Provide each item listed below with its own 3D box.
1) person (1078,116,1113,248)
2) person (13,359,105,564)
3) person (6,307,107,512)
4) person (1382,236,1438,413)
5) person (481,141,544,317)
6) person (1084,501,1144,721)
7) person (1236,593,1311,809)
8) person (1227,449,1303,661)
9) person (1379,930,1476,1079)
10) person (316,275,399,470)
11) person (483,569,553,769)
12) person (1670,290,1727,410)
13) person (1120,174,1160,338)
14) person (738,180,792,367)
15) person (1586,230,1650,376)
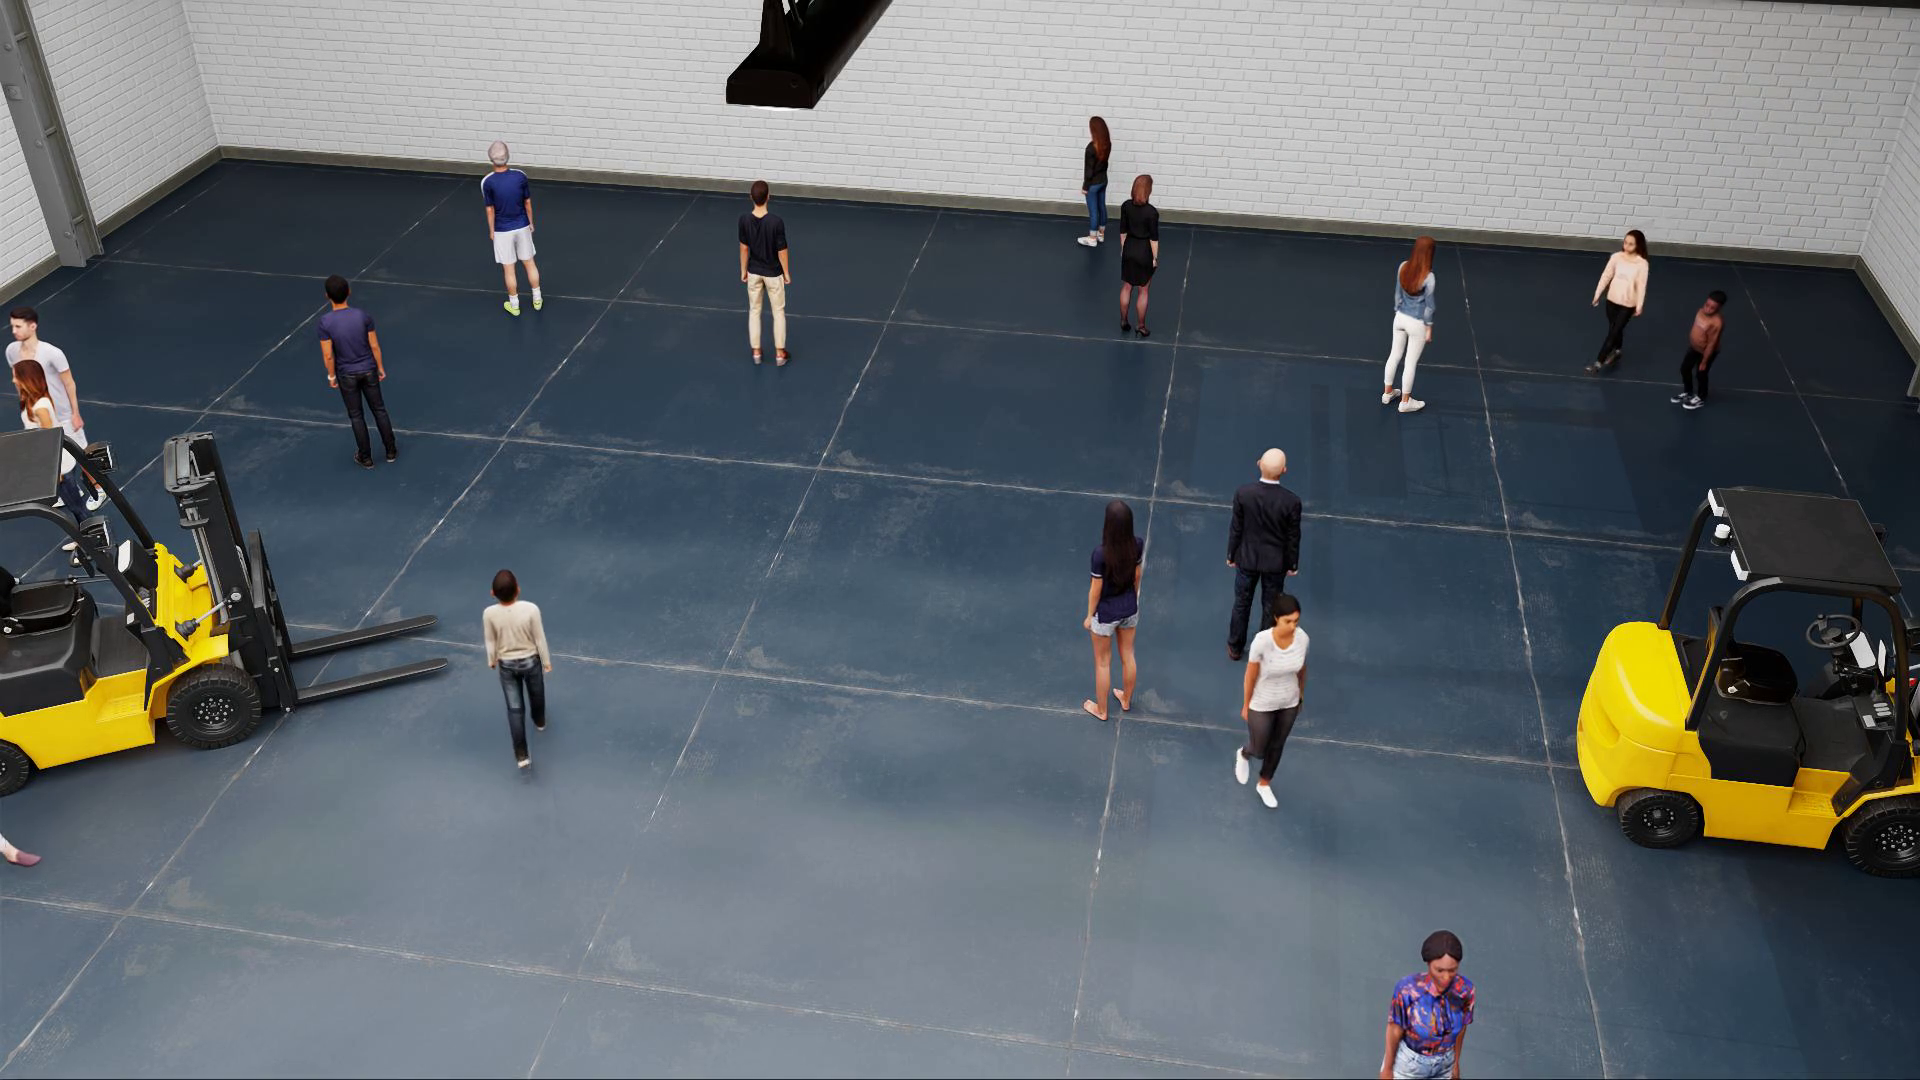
[{"bbox_3d":[1.538,-4.038,18.684,0.699,1.484,0.590,24,41,32],"label":"person"},{"bbox_3d":[-7.211,-0.638,13.297,0.726,1.784,0.670,-22,39,-29],"label":"person"},{"bbox_3d":[-7.593,-1.104,13.934,0.676,1.855,0.561,7,34,10],"label":"person"},{"bbox_3d":[4.180,-2.009,15.434,0.739,1.703,0.674,-20,39,-28],"label":"person"},{"bbox_3d":[-4.619,-3.218,17.130,0.721,1.839,0.771,-19,38,-26],"label":"person"},{"bbox_3d":[1.075,0.501,11.600,0.663,1.766,0.700,-15,37,-22],"label":"person"},{"bbox_3d":[2.022,1.013,10.947,0.714,1.637,0.785,-9,35,-13],"label":"person"},{"bbox_3d":[2.204,0.126,12.133,0.700,1.800,0.621,10,35,14],"label":"person"},{"bbox_3d":[2.323,2.636,8.409,0.650,1.743,0.615,-4,34,-6],"label":"person"},{"bbox_3d":[-5.278,-1.468,14.539,0.707,1.792,0.743,-18,38,-25],"label":"person"},{"bbox_3d":[-3.006,0.884,11.311,0.829,1.448,1.067,-8,34,-11],"label":"person"},{"bbox_3d":[6.970,-1.780,15.515,0.682,1.231,0.596,-2,34,-3],"label":"person"},{"bbox_3d":[1.789,-2.855,16.704,0.658,1.705,0.653,24,40,31],"label":"person"},{"bbox_3d":[-1.892,-2.594,16.179,0.629,1.851,0.538,6,34,9],"label":"person"},{"bbox_3d":[6.454,-2.323,16.137,1.000,1.447,0.927,-24,40,-31],"label":"person"}]
